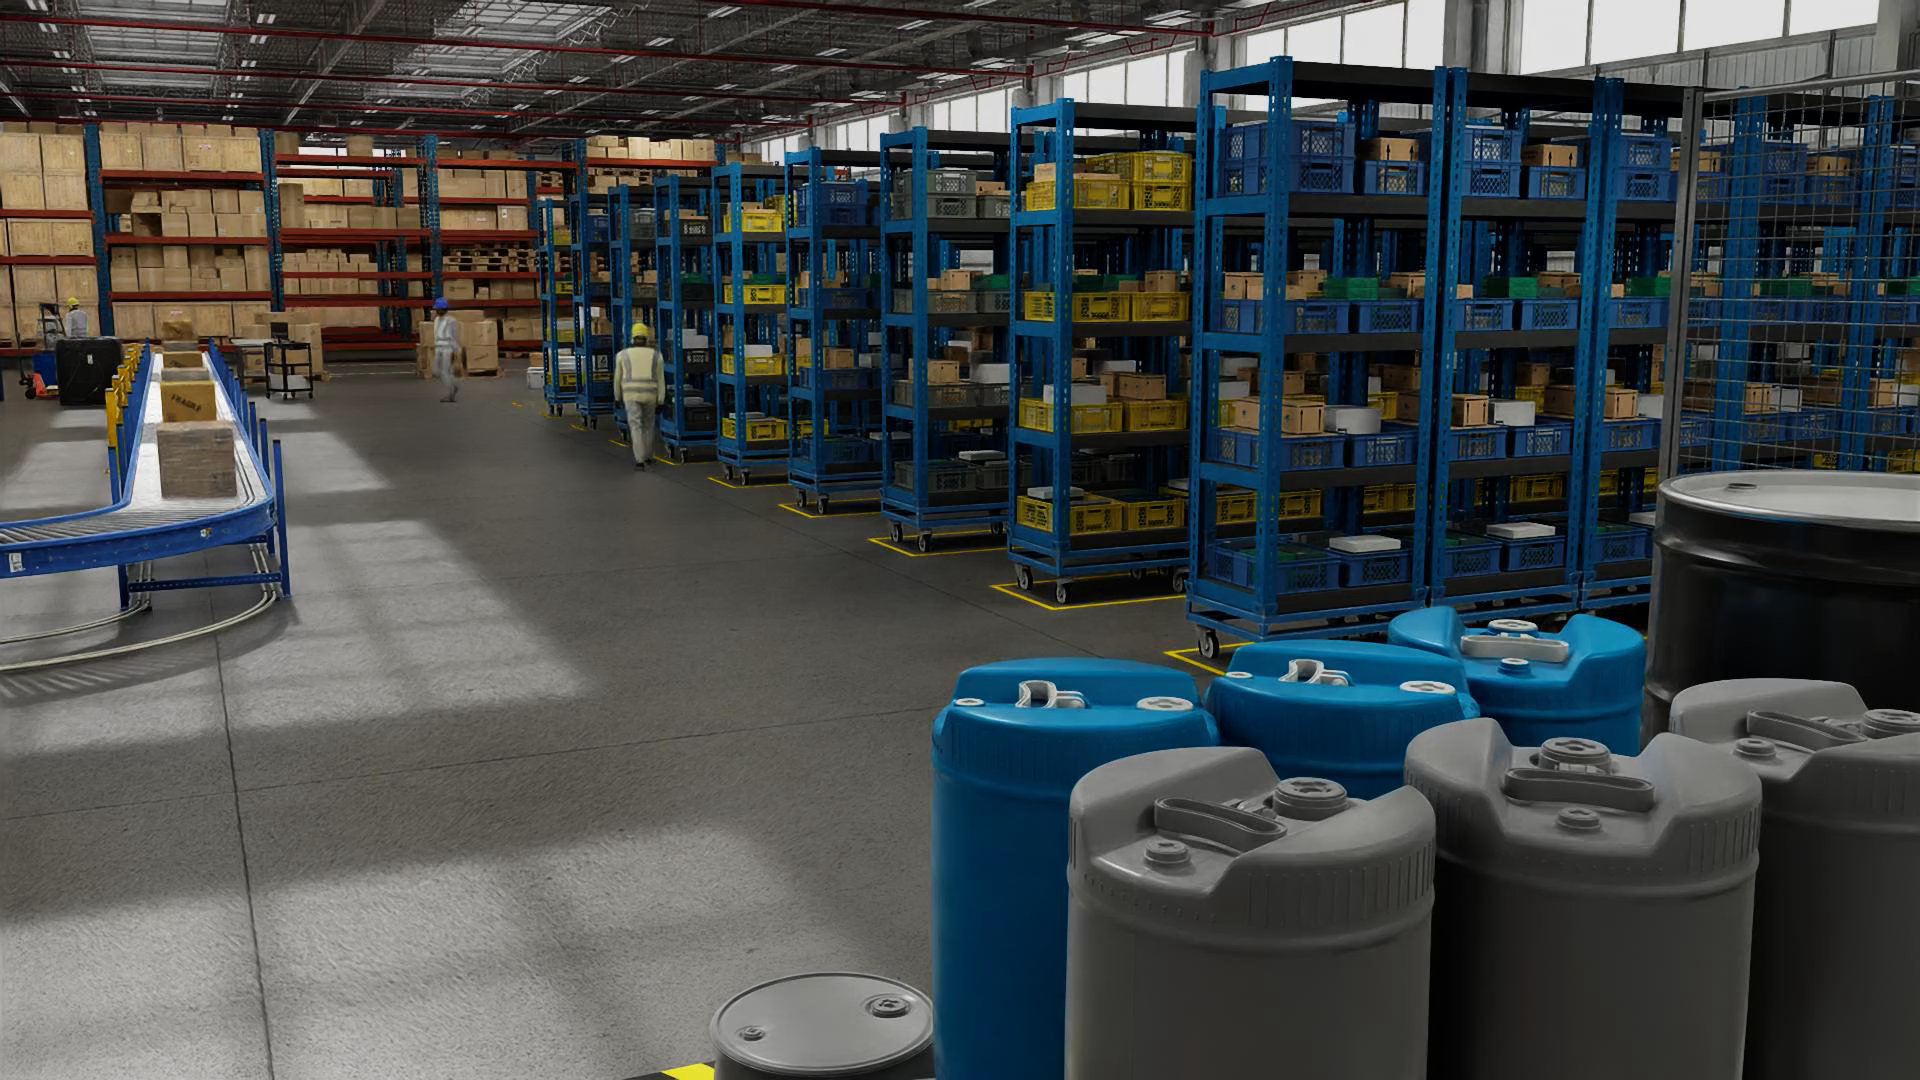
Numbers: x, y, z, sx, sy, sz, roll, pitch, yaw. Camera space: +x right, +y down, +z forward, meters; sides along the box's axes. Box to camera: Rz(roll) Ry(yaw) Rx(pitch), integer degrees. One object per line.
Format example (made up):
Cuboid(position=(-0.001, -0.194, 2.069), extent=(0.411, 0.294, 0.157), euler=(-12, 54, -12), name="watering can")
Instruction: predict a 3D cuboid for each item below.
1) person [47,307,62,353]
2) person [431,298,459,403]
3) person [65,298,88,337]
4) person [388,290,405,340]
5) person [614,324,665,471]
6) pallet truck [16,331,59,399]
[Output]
Cuboid(position=(-21.675, -4.846, 39.934), extent=(0.870, 1.643, 0.543), euler=(-7, 11, -35), name="person")
Cuboid(position=(-9.530, -3.504, 30.756), extent=(0.631, 1.929, 0.441), euler=(7, 12, 38), name="person")
Cuboid(position=(-20.250, -4.636, 38.139), extent=(0.404, 1.823, 0.590), euler=(3, 10, 16), name="person")
Cuboid(position=(-18.828, -7.527, 55.644), extent=(0.642, 1.956, 0.739), euler=(7, 11, 37), name="person")
Cuboid(position=(-3.916, -1.745, 20.335), extent=(0.591, 1.787, 0.949), euler=(-3, 10, -19), name="person")
Cuboid(position=(-17.082, -3.353, 31.781), extent=(1.630, 1.274, 0.653), euler=(-4, 10, -25), name="pallet truck")
